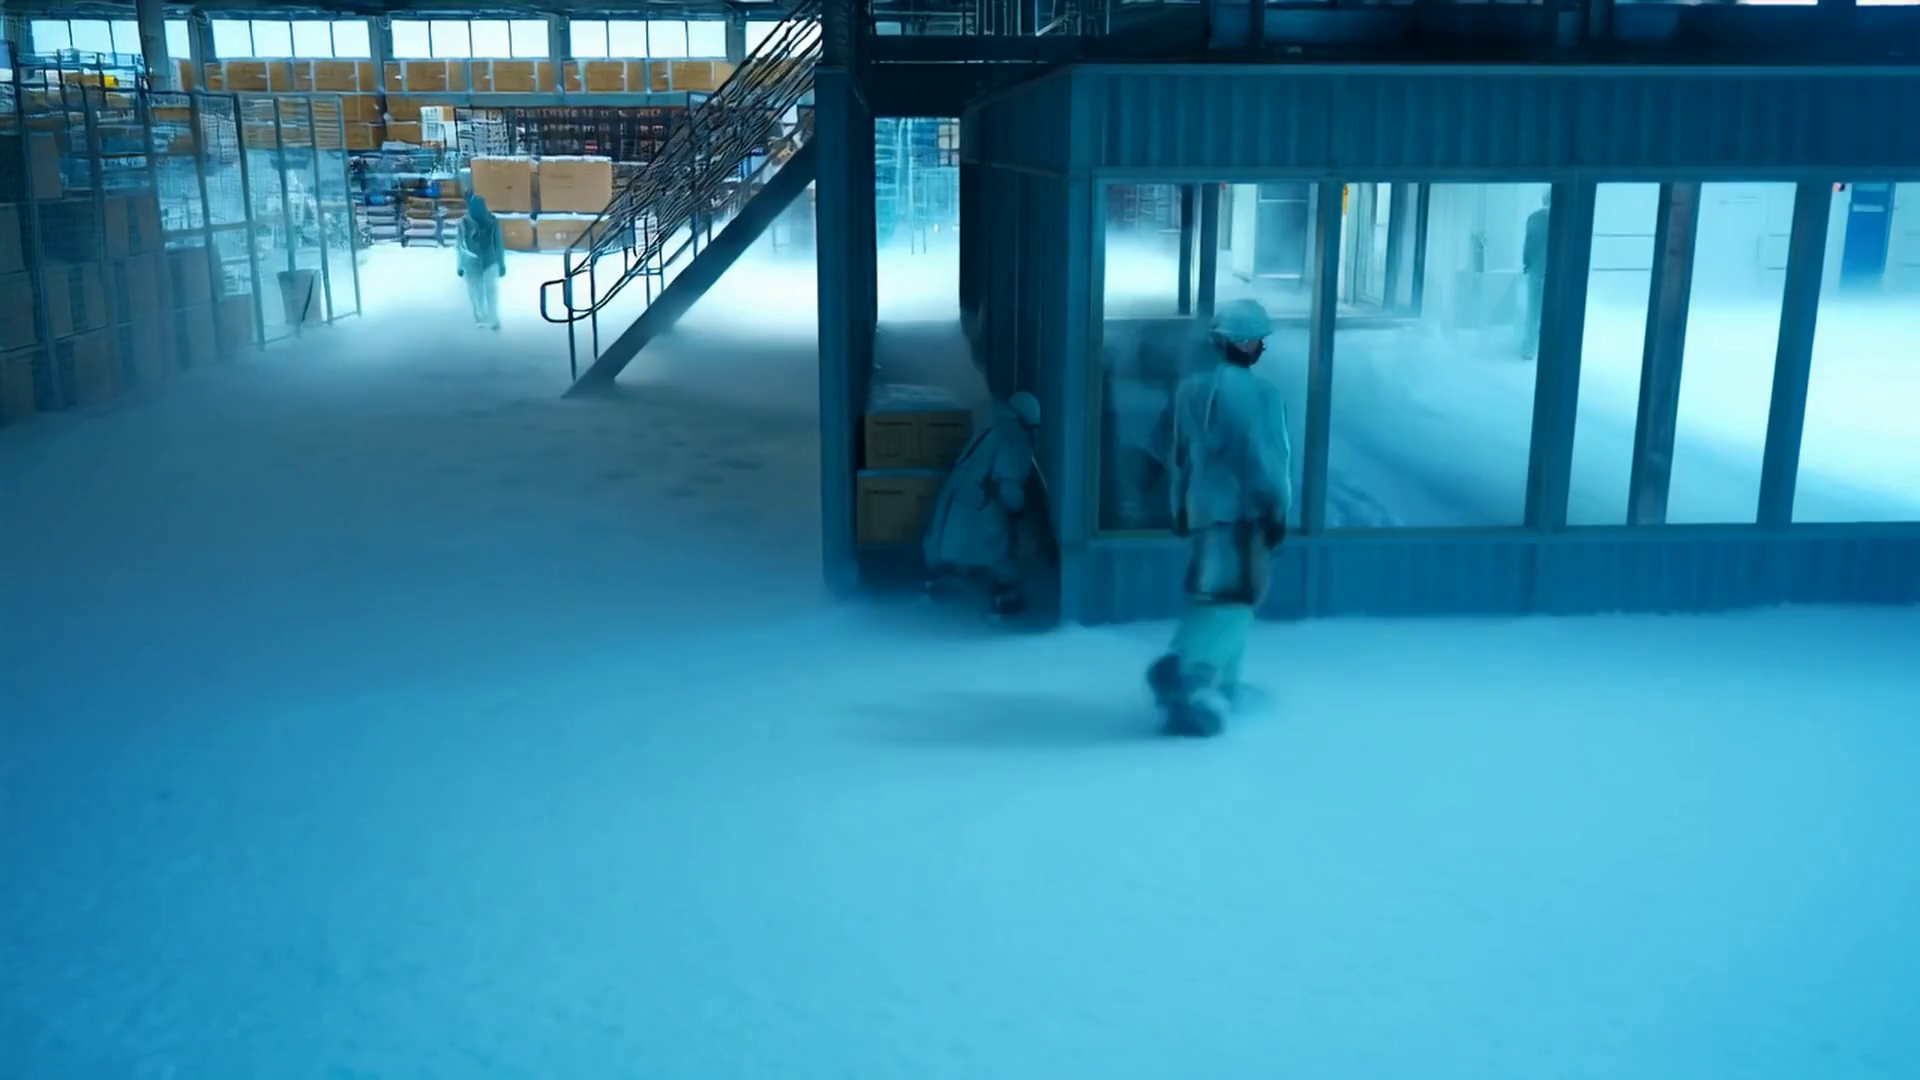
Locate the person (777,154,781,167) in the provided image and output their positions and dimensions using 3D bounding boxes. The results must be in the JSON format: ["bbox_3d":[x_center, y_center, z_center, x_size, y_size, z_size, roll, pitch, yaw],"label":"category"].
[{"bbox_3d":[-7.969,-16.657,74.111,0.832,1.800,0.582,-4,15,-14],"label":"person"}]

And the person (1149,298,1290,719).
[{"bbox_3d":[1.233,-0.148,7.800,0.955,1.960,0.626,-11,18,-37],"label":"person"}]

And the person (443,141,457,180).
[{"bbox_3d":[-25.097,-18.668,81.919,0.651,1.907,0.409,0,14,1],"label":"person"}]

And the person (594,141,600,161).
[{"bbox_3d":[-18.535,-19.578,85.376,0.395,1.993,0.616,10,17,34],"label":"person"}]

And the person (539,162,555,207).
[{"bbox_3d":[-11.491,-9.717,46.557,0.952,1.714,0.523,3,14,10],"label":"person"}]

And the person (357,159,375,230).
[{"bbox_3d":[-15.359,-8.949,43.200,0.557,1.842,0.521,3,14,12],"label":"person"}]

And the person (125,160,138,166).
[{"bbox_3d":[-34.880,-15.564,70.069,0.268,1.632,0.507,13,19,42],"label":"person"}]

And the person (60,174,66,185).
[{"bbox_3d":[-20.527,-7.640,37.569,0.768,2.000,0.535,2,14,8],"label":"person"}]

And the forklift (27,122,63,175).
[{"bbox_3d":[-35.376,-14.773,64.377,1.129,2.768,1.873,-1,14,-2],"label":"forklift"}]

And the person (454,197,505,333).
[{"bbox_3d":[-6.419,-3.684,22.266,0.649,1.790,0.952,-5,15,-19],"label":"person"}]
